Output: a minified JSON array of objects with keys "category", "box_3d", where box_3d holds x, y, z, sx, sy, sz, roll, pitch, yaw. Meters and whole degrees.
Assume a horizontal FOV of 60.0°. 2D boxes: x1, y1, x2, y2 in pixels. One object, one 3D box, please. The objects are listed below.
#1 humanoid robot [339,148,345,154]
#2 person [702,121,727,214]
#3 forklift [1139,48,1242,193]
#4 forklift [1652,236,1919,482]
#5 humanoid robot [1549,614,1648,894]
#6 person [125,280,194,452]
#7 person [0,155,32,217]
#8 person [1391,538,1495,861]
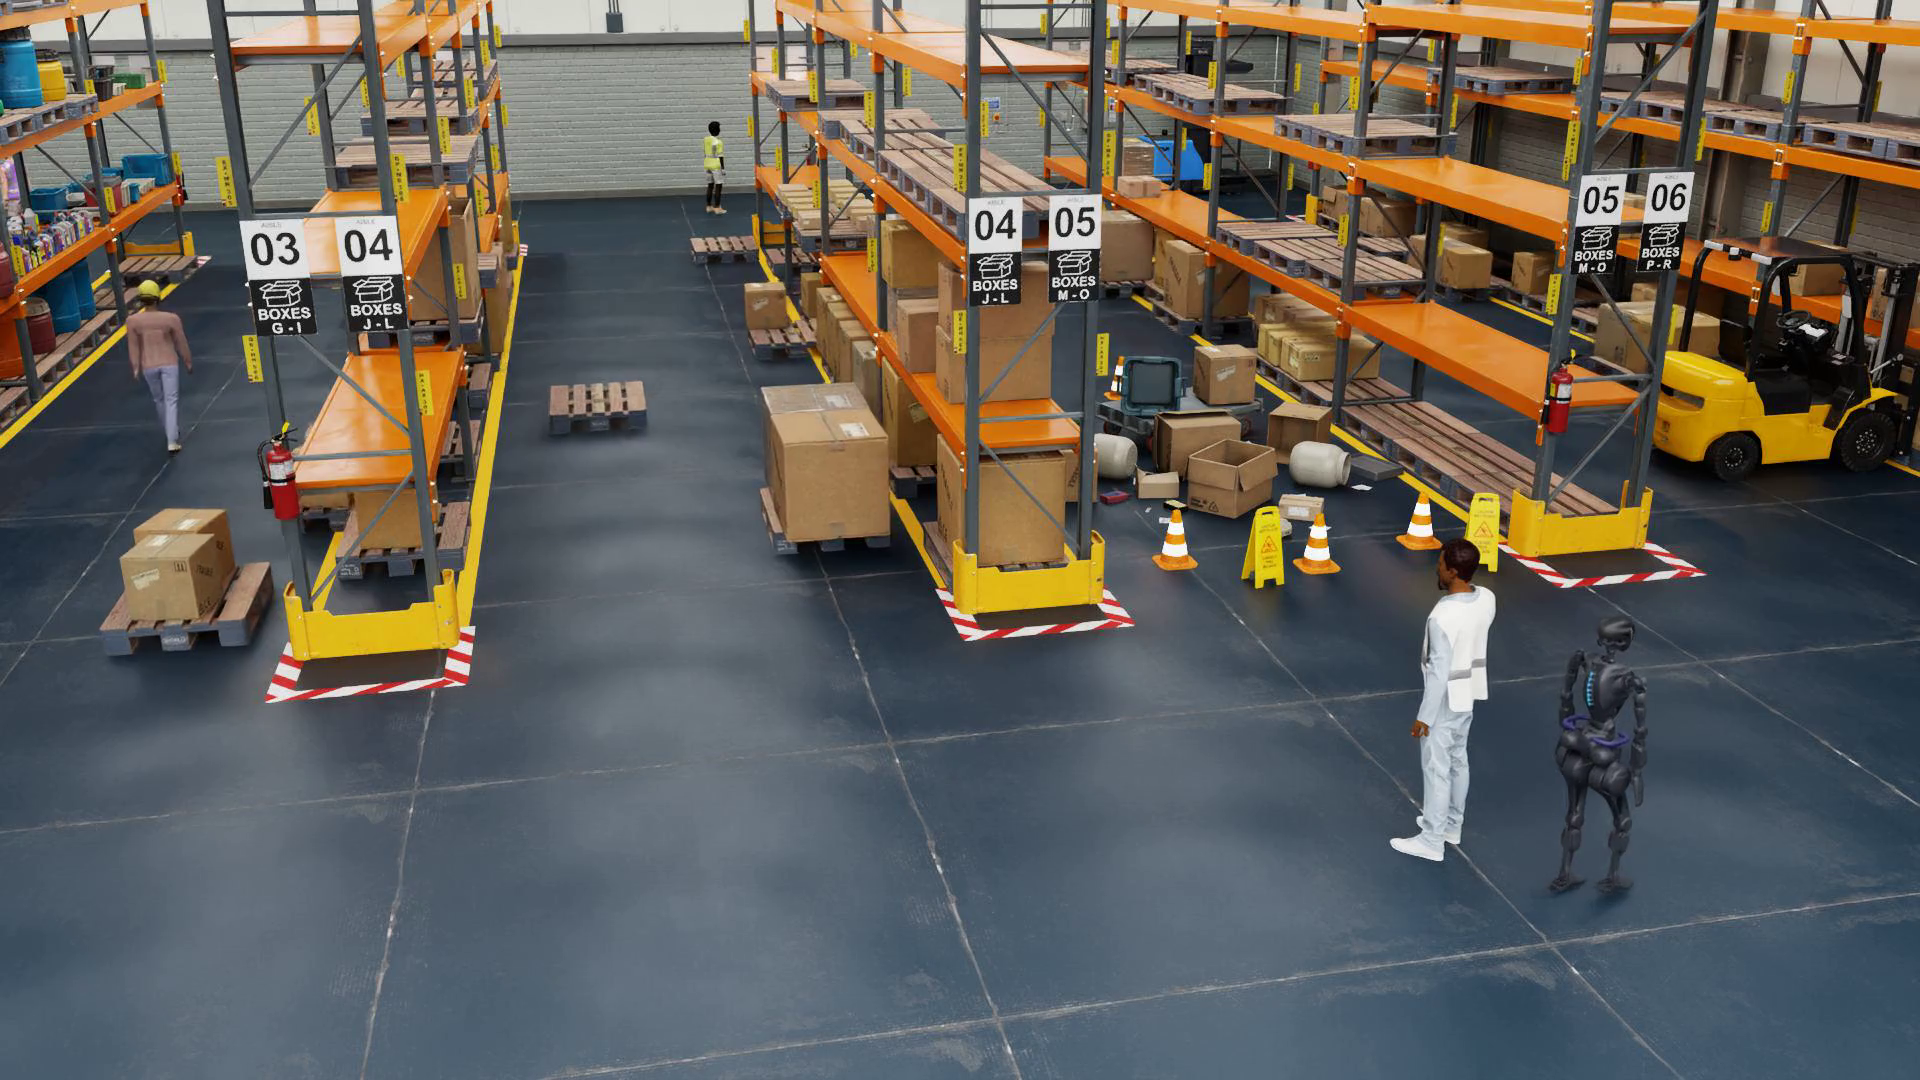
[{"category":"humanoid robot","box_3d":[-10.014,-5.625,27.369,0.769,1.629,0.603,5,21,14]},{"category":"person","box_3d":[-4.514,-6.844,30.596,0.538,1.687,0.319,18,27,40]},{"category":"forklift","box_3d":[4.566,-8.313,32.860,1.873,2.768,1.129,-4,21,-12]},{"category":"forklift","box_3d":[8.013,-1.814,16.330,2.313,2.155,1.214,-4,21,-12]},{"category":"humanoid robot","box_3d":[3.482,1.154,9.068,0.386,1.657,0.600,-11,23,-28]},{"category":"person","box_3d":[-8.117,-1.778,16.905,0.544,1.716,0.915,-5,21,-12]},{"category":"person","box_3d":[-15.369,-5.564,27.150,0.348,1.688,0.492,11,23,27]},{"category":"person","box_3d":[2.766,0.900,9.411,0.383,1.918,0.595,17,26,38]}]
